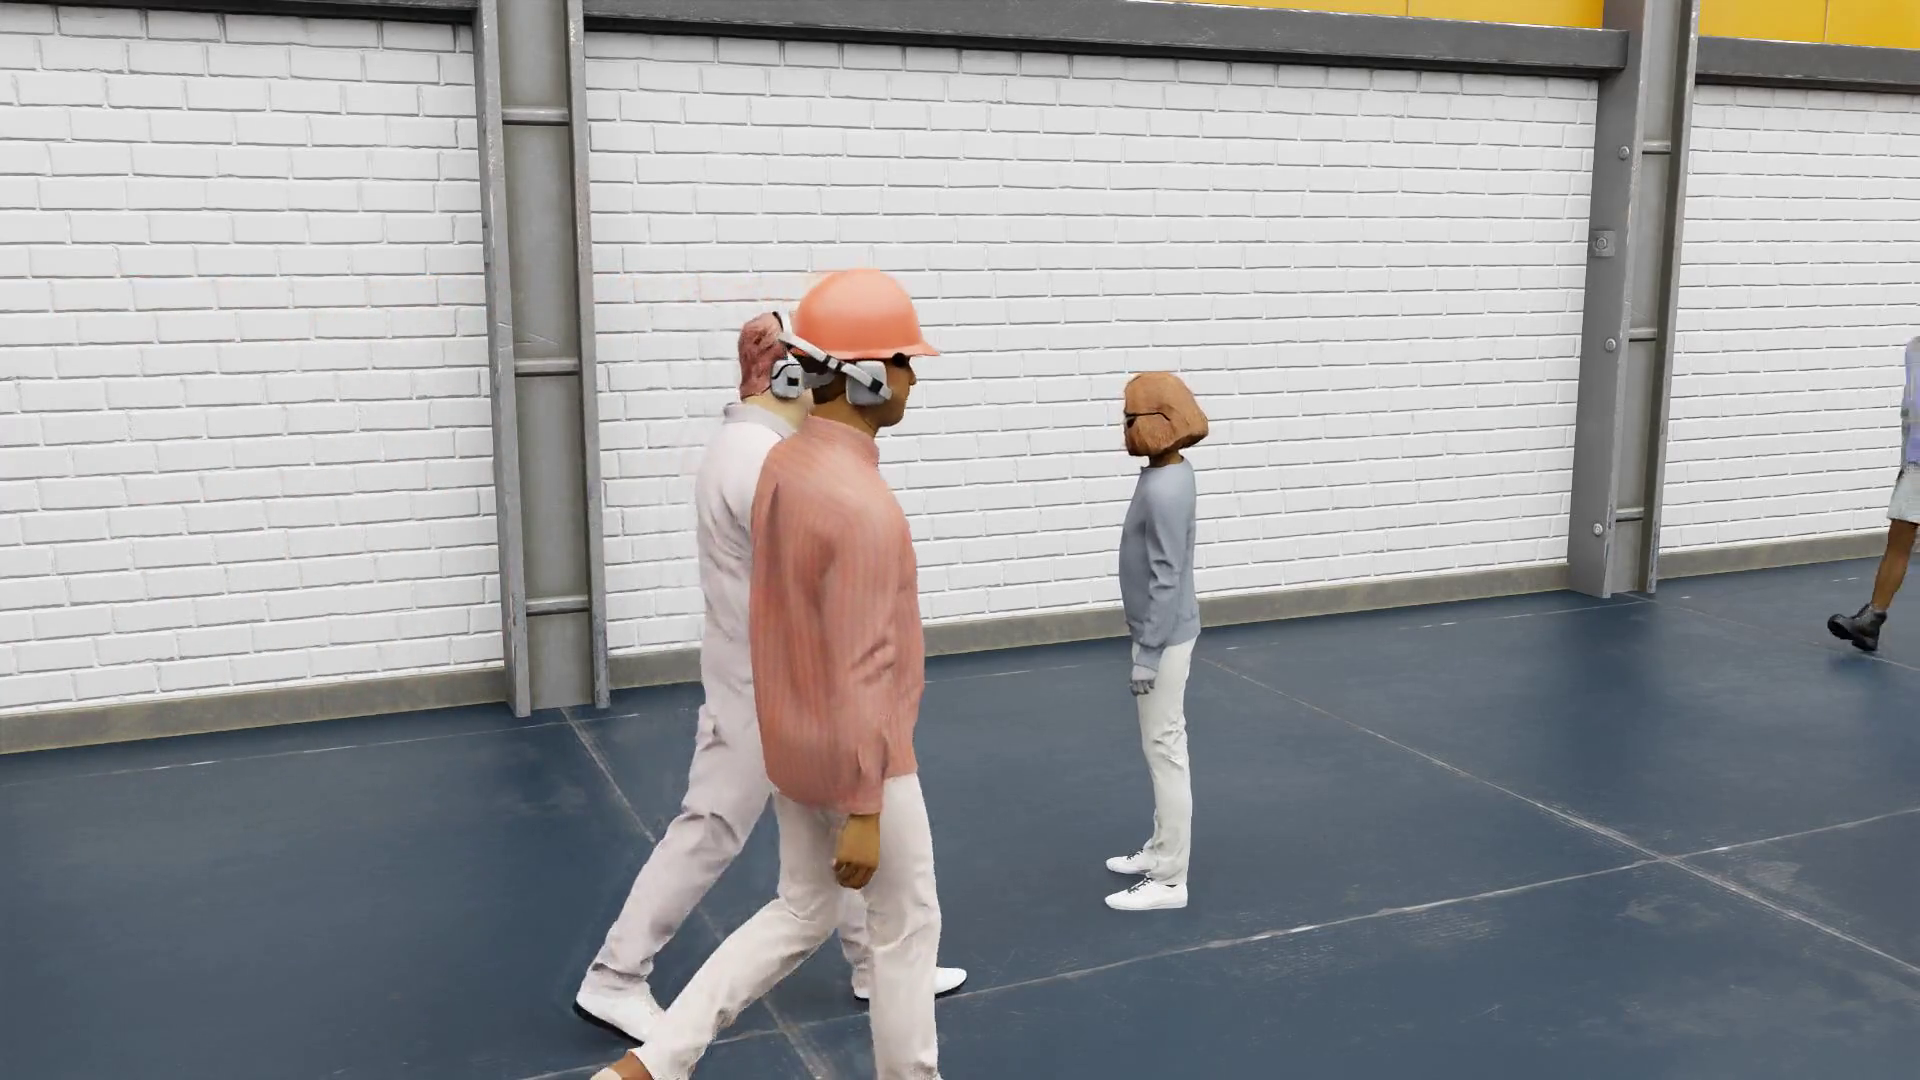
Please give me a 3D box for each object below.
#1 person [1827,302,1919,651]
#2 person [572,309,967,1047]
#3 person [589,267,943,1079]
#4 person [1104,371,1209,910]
[{"bbox_3d":[4.703,-0.368,8.039,0.940,1.891,0.564,-6,12,-29],"label":"person"},{"bbox_3d":[-0.515,0.352,4.193,1.016,1.858,0.644,-1,10,-8],"label":"person"},{"bbox_3d":[-0.315,0.431,3.427,0.846,1.973,0.615,-5,12,-27],"label":"person"},{"bbox_3d":[0.593,0.304,5.049,0.283,1.633,0.500,1,10,7],"label":"person"}]
